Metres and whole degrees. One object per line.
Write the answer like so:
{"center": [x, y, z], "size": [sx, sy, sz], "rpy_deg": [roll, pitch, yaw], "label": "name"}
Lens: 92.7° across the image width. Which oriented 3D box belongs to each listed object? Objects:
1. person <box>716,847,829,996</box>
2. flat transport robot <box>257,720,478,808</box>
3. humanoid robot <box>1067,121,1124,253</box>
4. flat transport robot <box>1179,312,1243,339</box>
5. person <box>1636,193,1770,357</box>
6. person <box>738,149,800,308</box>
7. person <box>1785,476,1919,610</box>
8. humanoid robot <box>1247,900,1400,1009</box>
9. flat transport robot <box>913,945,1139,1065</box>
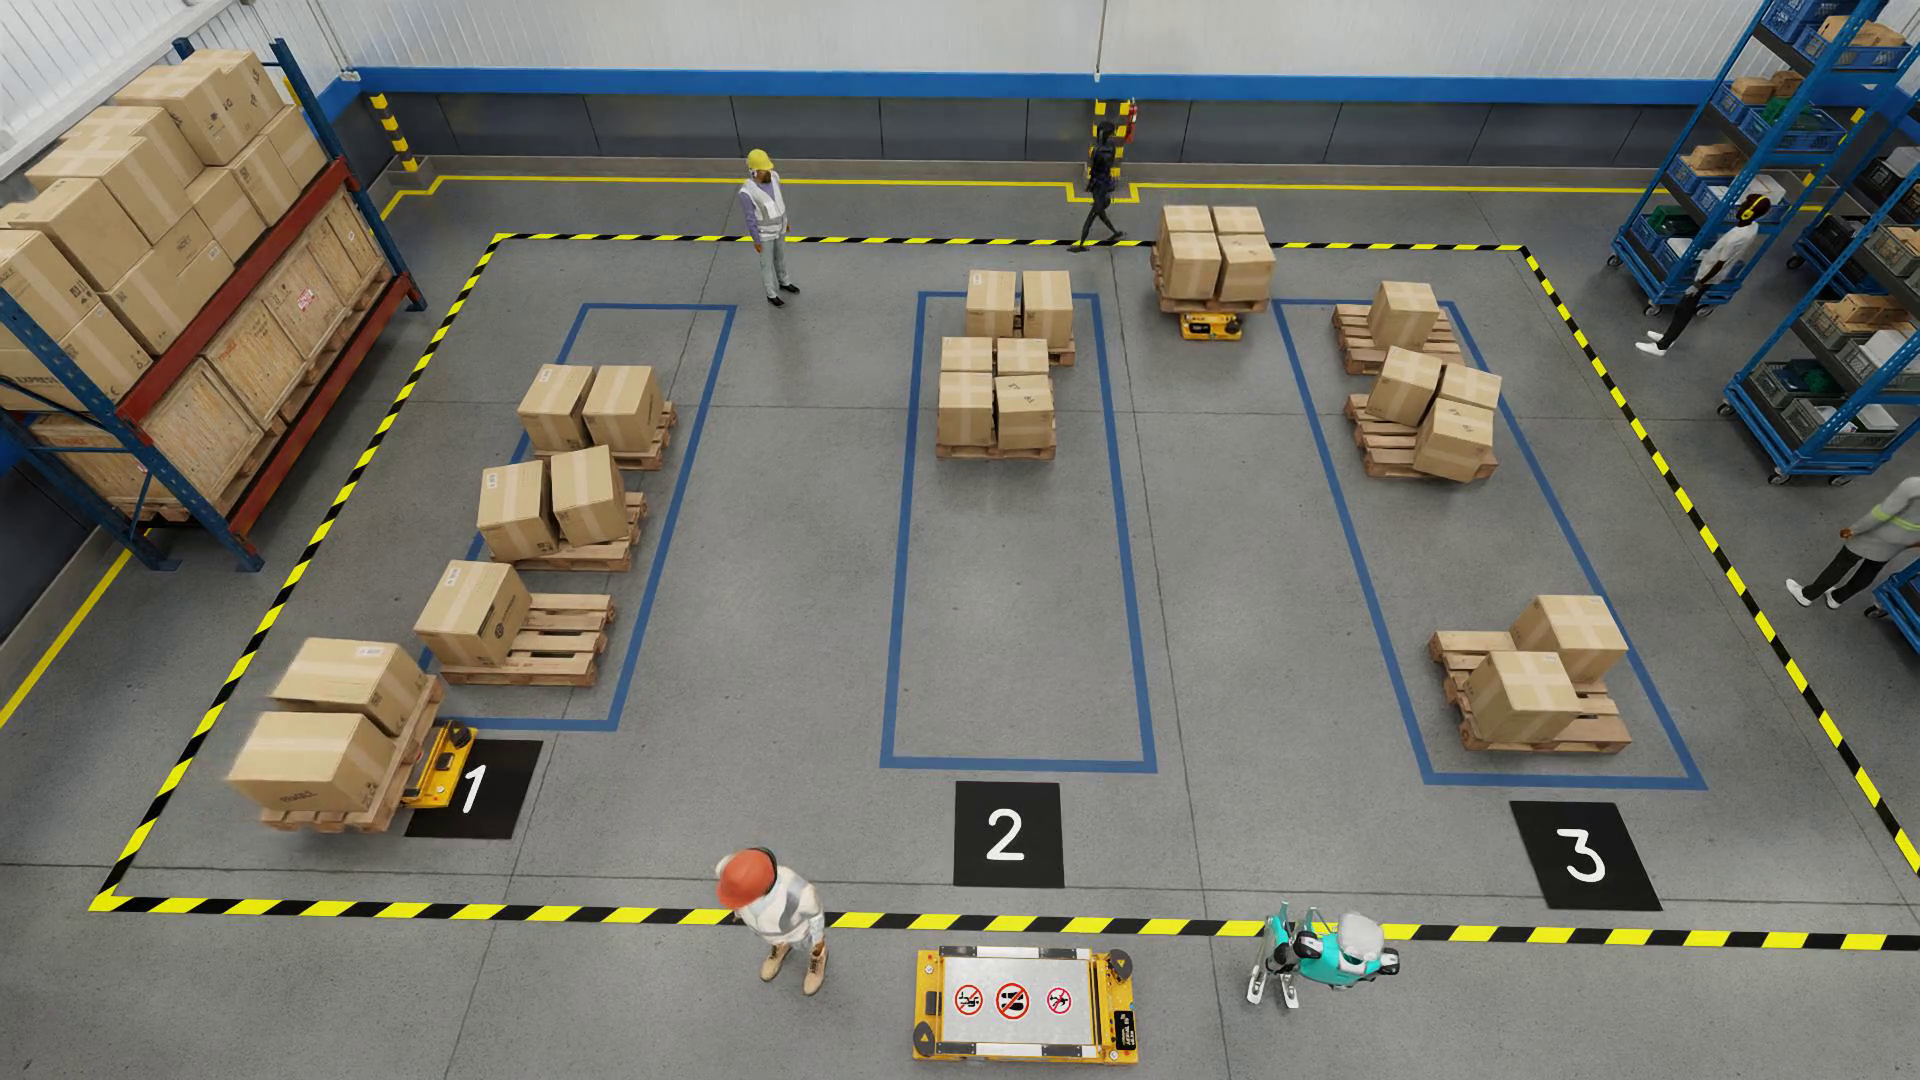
{"center": [-1.099, 2.291, 5.476], "size": [0.613, 2.039, 0.383], "rpy_deg": [14, 52, 12], "label": "person"}
{"center": [-4.577, 1.711, 7.073], "size": [1.431, 0.197, 0.652], "rpy_deg": [1, 51, 1], "label": "flat transport robot"}
{"center": [1.741, -4.256, 11.072], "size": [0.740, 1.641, 0.589], "rpy_deg": [-8, 51, -7], "label": "humanoid robot"}
{"center": [2.888, -2.899, 10.831], "size": [0.652, 0.197, 1.431], "rpy_deg": [1, 51, 1], "label": "flat transport robot"}
{"center": [7.898, -2.785, 9.724], "size": [0.527, 1.868, 0.312], "rpy_deg": [-33, 58, -24], "label": "person"}
{"center": [-2.138, -3.509, 10.334], "size": [0.404, 1.837, 0.587], "rpy_deg": [24, 55, 18], "label": "person"}
{"center": [7.642, -0.093, 7.540], "size": [0.597, 1.850, 0.396], "rpy_deg": [8, 51, 6], "label": "person"}
{"center": [2.113, 2.390, 5.505], "size": [0.533, 1.674, 0.735], "rpy_deg": [9, 51, 7], "label": "humanoid robot"}
{"center": [0.422, 3.041, 6.007], "size": [1.431, 0.231, 0.659], "rpy_deg": [1, 51, 1], "label": "flat transport robot"}
